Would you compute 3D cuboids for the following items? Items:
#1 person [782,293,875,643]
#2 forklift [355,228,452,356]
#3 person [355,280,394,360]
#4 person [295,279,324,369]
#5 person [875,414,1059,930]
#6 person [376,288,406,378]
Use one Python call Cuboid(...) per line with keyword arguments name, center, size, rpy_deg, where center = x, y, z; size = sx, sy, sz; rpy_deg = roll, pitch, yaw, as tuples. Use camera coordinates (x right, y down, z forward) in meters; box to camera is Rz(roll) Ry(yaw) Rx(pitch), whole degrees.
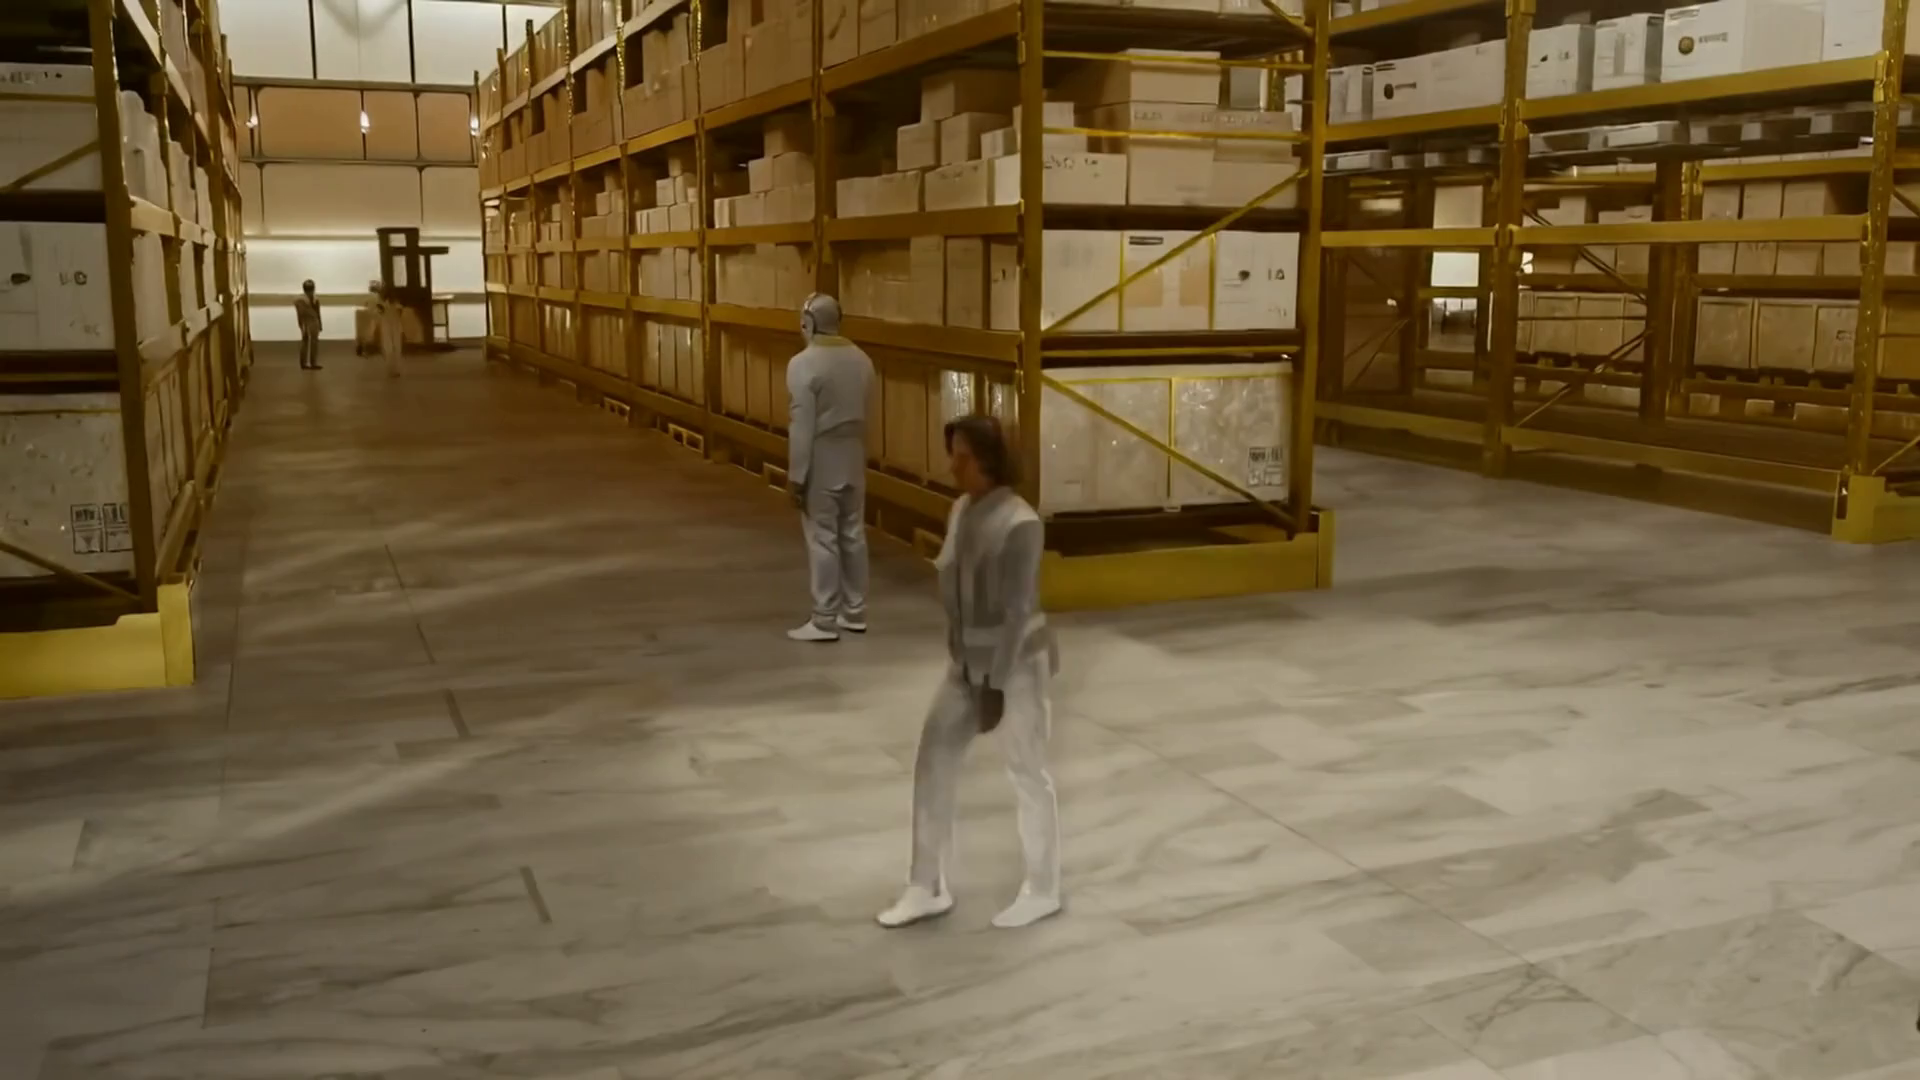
Cuboid(name="person", center=(-0.746, -0.391, 9.130), size=(0.399, 1.905, 0.642), rpy_deg=(7, 12, 35))
Cuboid(name="forklift", center=(-12.358, -5.488, 36.737), size=(1.129, 2.768, 1.873), rpy_deg=(4, 10, 24))
Cuboid(name="person", center=(-12.501, -4.722, 35.702), size=(0.935, 1.695, 0.486), rpy_deg=(-5, 11, -26))
Cuboid(name="person", center=(-12.639, -4.190, 32.371), size=(0.360, 1.742, 0.563), rpy_deg=(4, 10, 24))
Cuboid(name="person", center=(0.028, 0.430, 5.055), size=(0.686, 1.612, 0.522), rpy_deg=(-6, 11, -30))
Cuboid(name="person", center=(-10.271, -3.741, 30.020), size=(0.524, 1.622, 0.613), rpy_deg=(-5, 11, -25))
